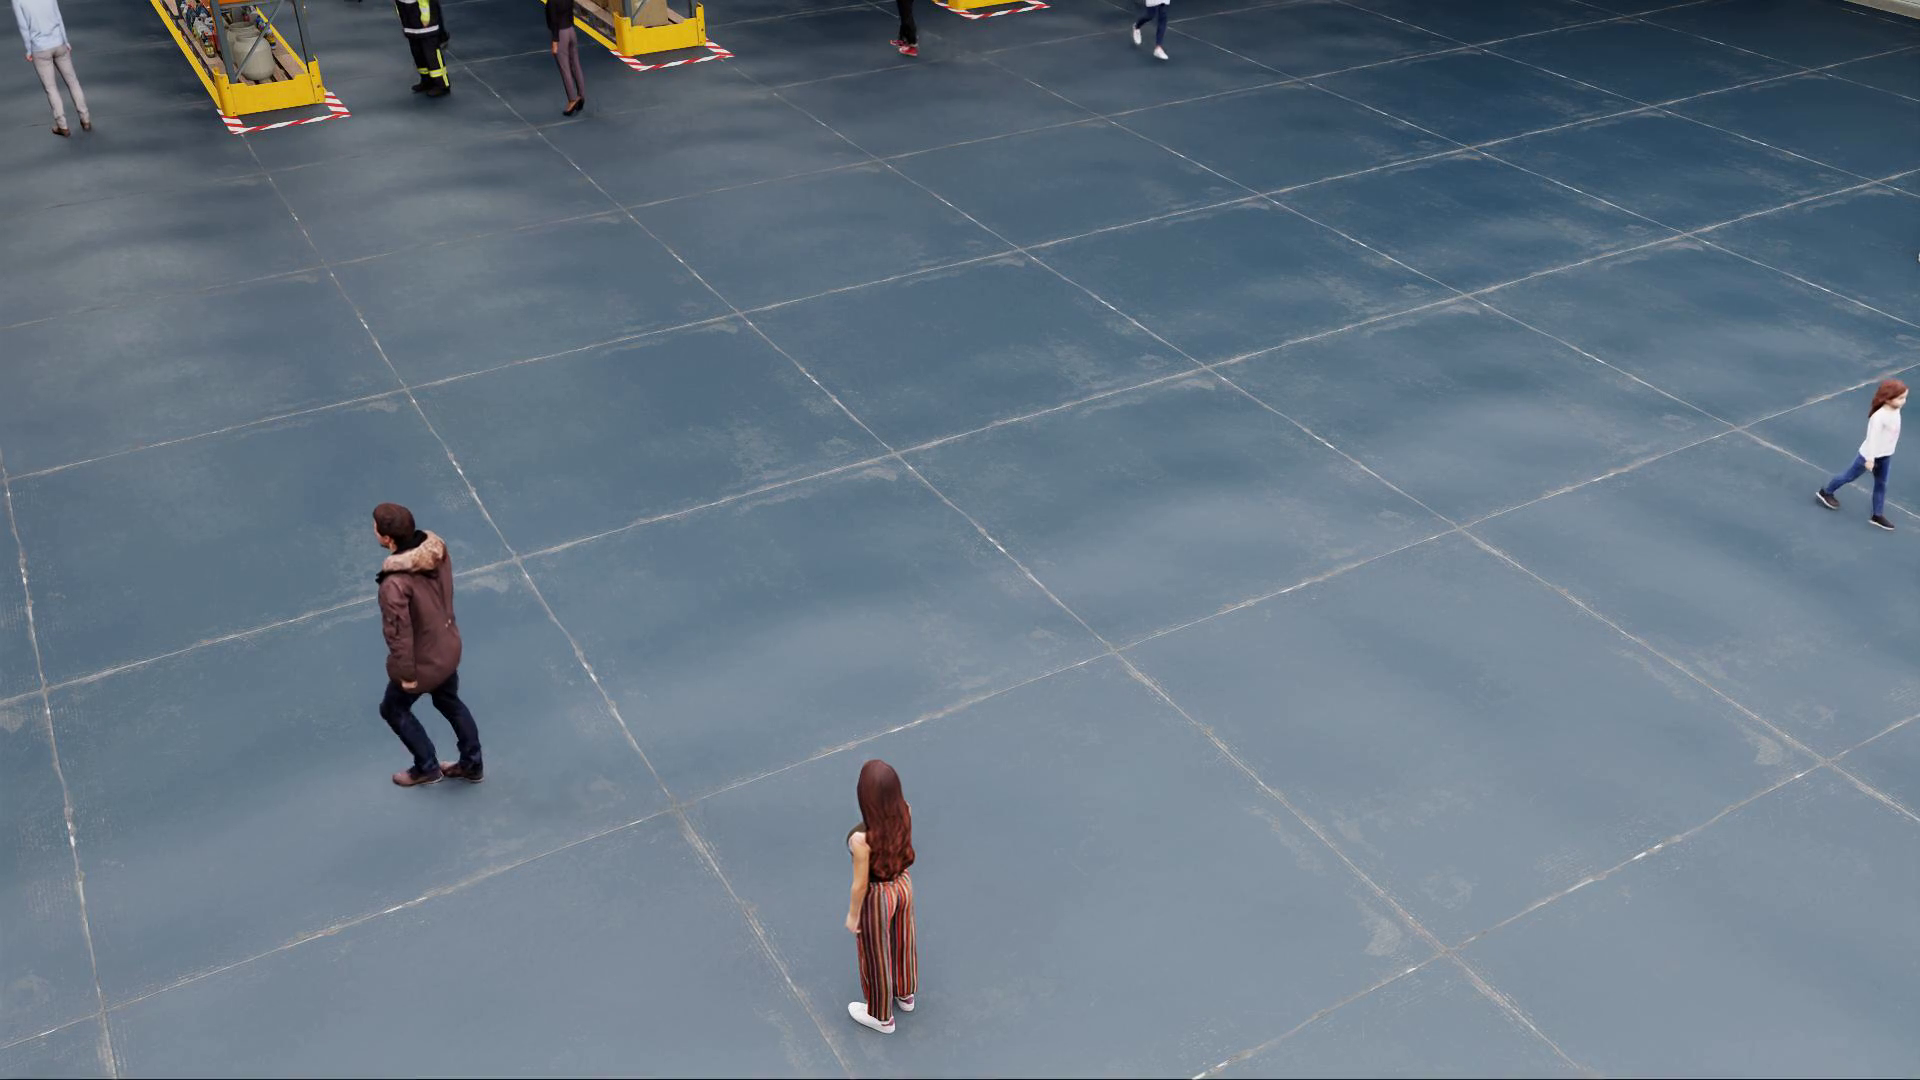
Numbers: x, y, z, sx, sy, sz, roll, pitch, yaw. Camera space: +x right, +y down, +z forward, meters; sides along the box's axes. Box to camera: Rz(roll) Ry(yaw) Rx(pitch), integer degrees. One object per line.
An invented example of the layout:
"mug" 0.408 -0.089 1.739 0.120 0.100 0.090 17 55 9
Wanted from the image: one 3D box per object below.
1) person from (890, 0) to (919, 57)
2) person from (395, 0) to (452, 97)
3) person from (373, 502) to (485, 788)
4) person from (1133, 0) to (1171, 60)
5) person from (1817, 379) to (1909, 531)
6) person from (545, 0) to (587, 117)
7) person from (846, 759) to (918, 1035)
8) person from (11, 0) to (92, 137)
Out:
"person" -0.634 -7.158 21.525 0.957 1.747 0.878 23 39 32
"person" -6.542 -6.377 20.073 0.723 1.977 0.903 26 40 35
"person" -2.856 0.626 9.109 0.999 1.830 0.932 6 33 9
"person" 2.524 -7.173 21.538 0.669 1.758 0.997 -14 35 -21
"person" 6.451 -0.649 11.826 0.438 1.087 0.793 -18 36 -26
"person" -4.631 -5.837 19.503 0.729 1.670 0.690 12 34 18
"person" -0.356 1.648 7.739 0.627 1.562 0.620 23 39 32
"person" -10.332 -5.565 18.863 0.720 1.893 0.670 -28 42 -37
